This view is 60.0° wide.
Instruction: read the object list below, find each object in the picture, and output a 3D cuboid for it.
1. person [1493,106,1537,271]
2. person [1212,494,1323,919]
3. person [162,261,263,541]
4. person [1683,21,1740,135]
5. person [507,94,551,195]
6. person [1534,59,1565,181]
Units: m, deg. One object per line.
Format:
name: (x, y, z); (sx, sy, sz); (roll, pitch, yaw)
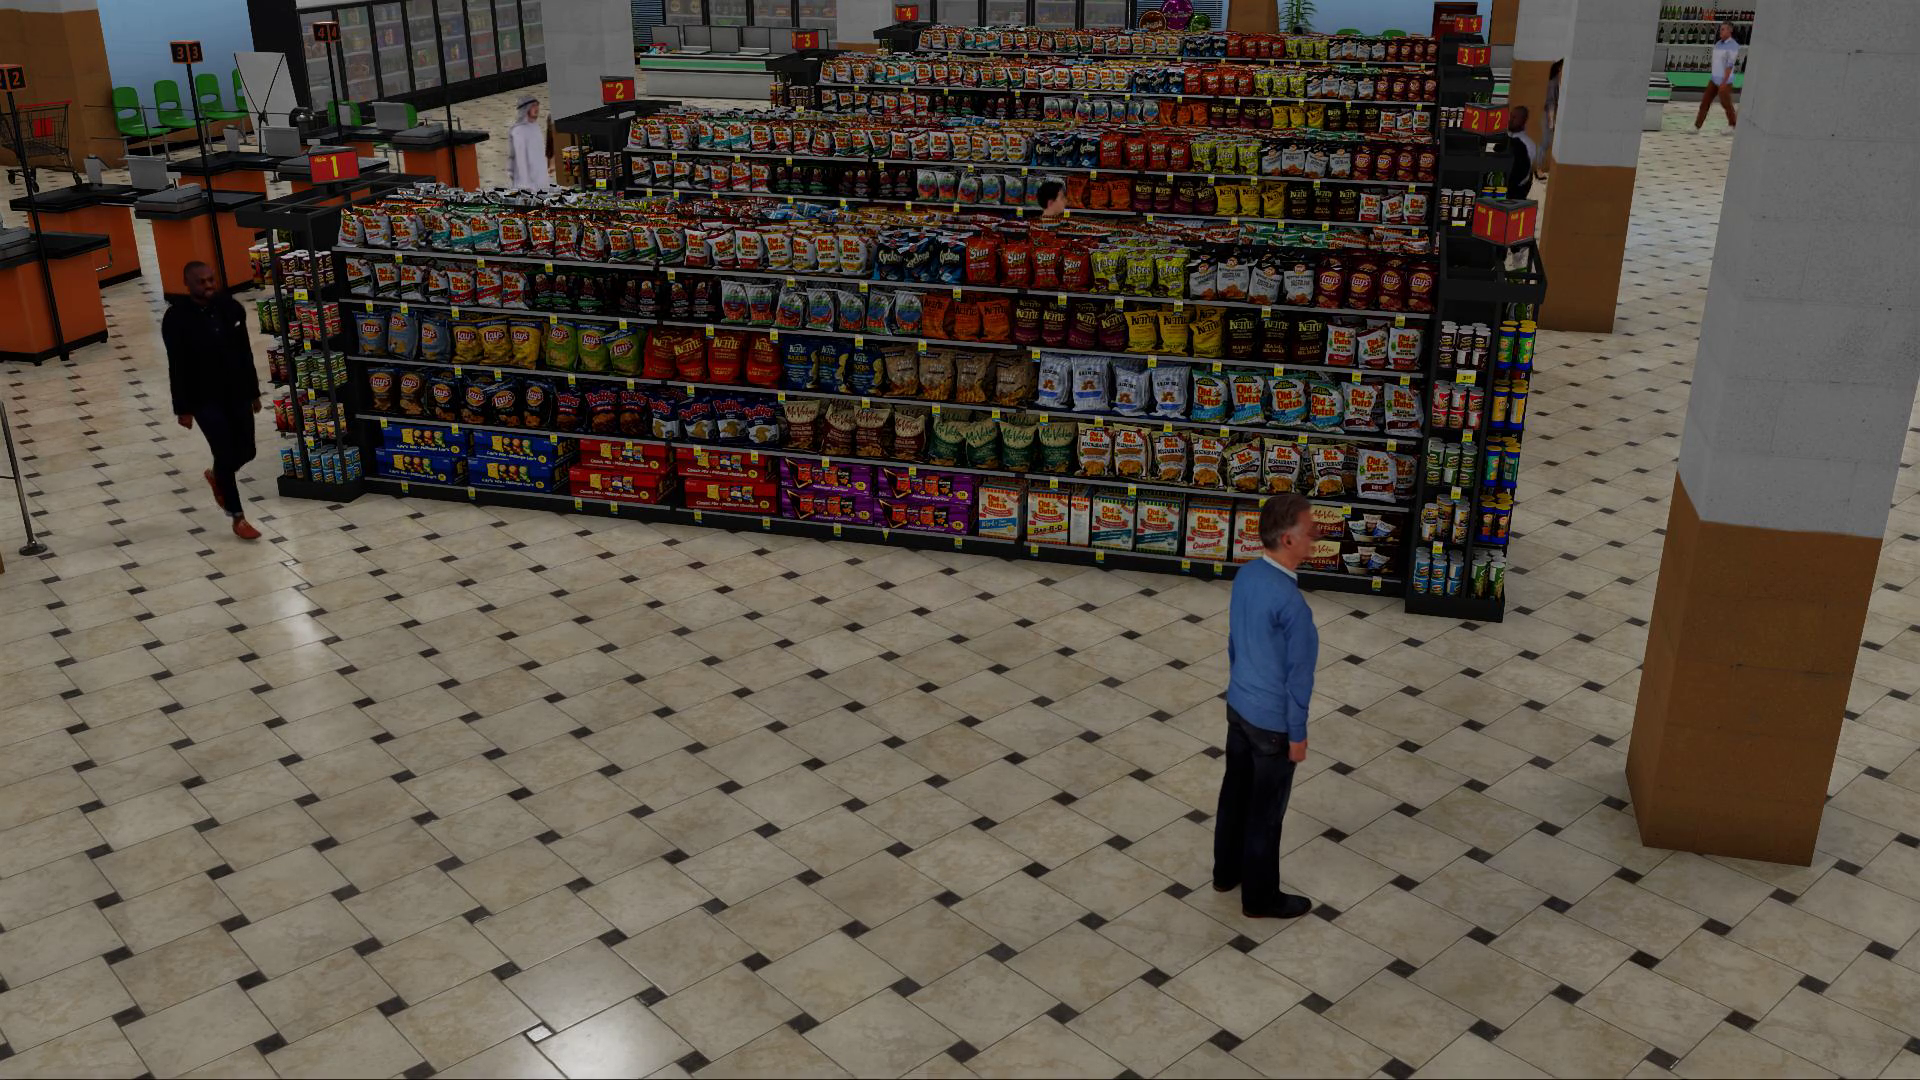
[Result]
person: (5.810, -3.647, 17.524); (1.131, 1.804, 1.029); (-11, 24, -25)
person: (1.245, 0.672, 6.765); (0.756, 1.813, 0.740); (-8, 23, -19)
person: (-4.815, -0.917, 10.739); (1.140, 1.797, 0.955); (17, 28, 36)
person: (12.489, -7.497, 27.129); (1.265, 1.787, 1.088); (-7, 23, -16)
person: (-4.603, -3.703, 17.556); (1.240, 1.885, 0.713); (5, 23, 13)
person: (8.239, -5.871, 23.256); (0.800, 1.658, 0.858); (-13, 25, -29)
